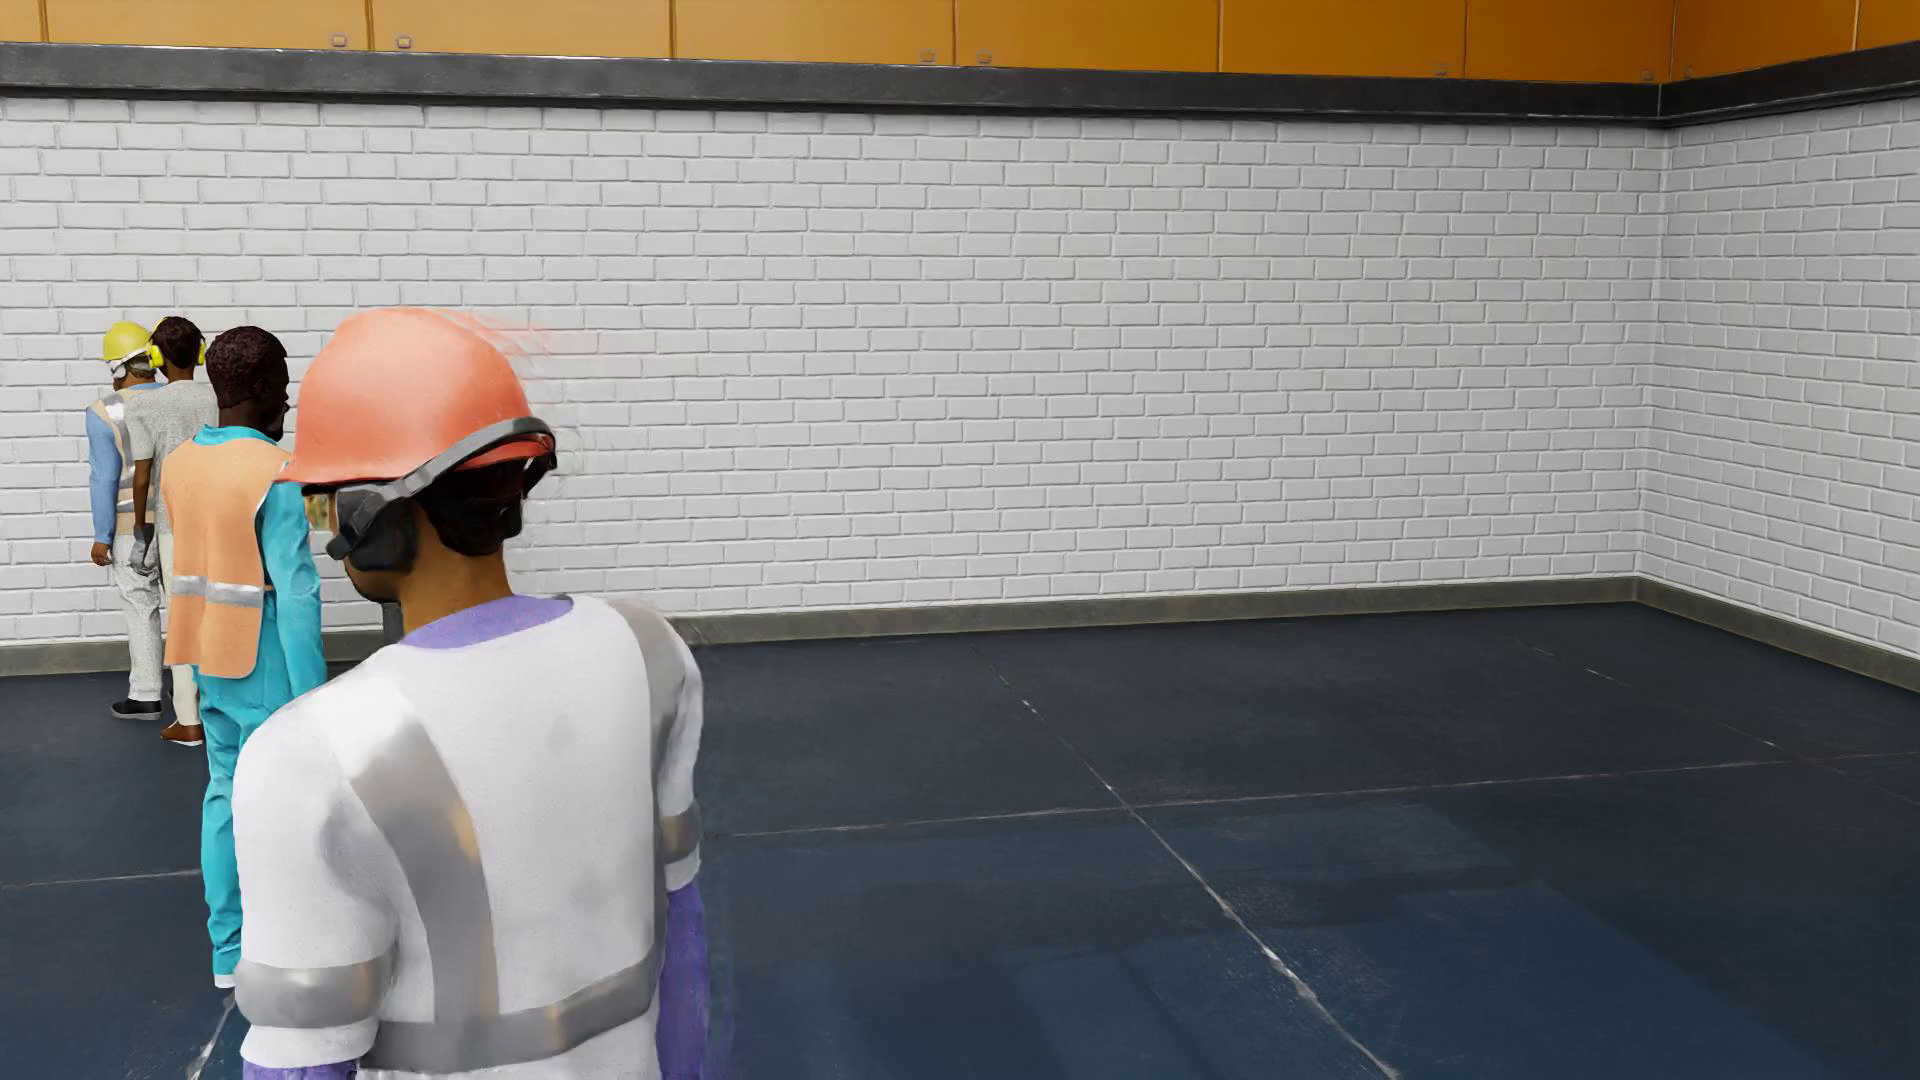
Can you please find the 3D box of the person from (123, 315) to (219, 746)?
[{"bbox_3d":[-3.343,-0.038,7.244,0.514,1.866,0.329,-8,12,-40],"label":"person"}]

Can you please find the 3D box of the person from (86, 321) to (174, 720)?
[{"bbox_3d":[-3.743,-0.089,7.664,0.404,1.830,0.588,5,10,26],"label":"person"}]

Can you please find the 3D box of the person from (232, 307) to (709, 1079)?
[{"bbox_3d":[-0.561,0.743,1.988,0.444,2.025,0.642,6,11,33],"label":"person"}]

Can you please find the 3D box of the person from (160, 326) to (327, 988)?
[{"bbox_3d":[-1.990,0.364,4.668,0.587,1.911,0.397,7,11,35],"label":"person"}]
